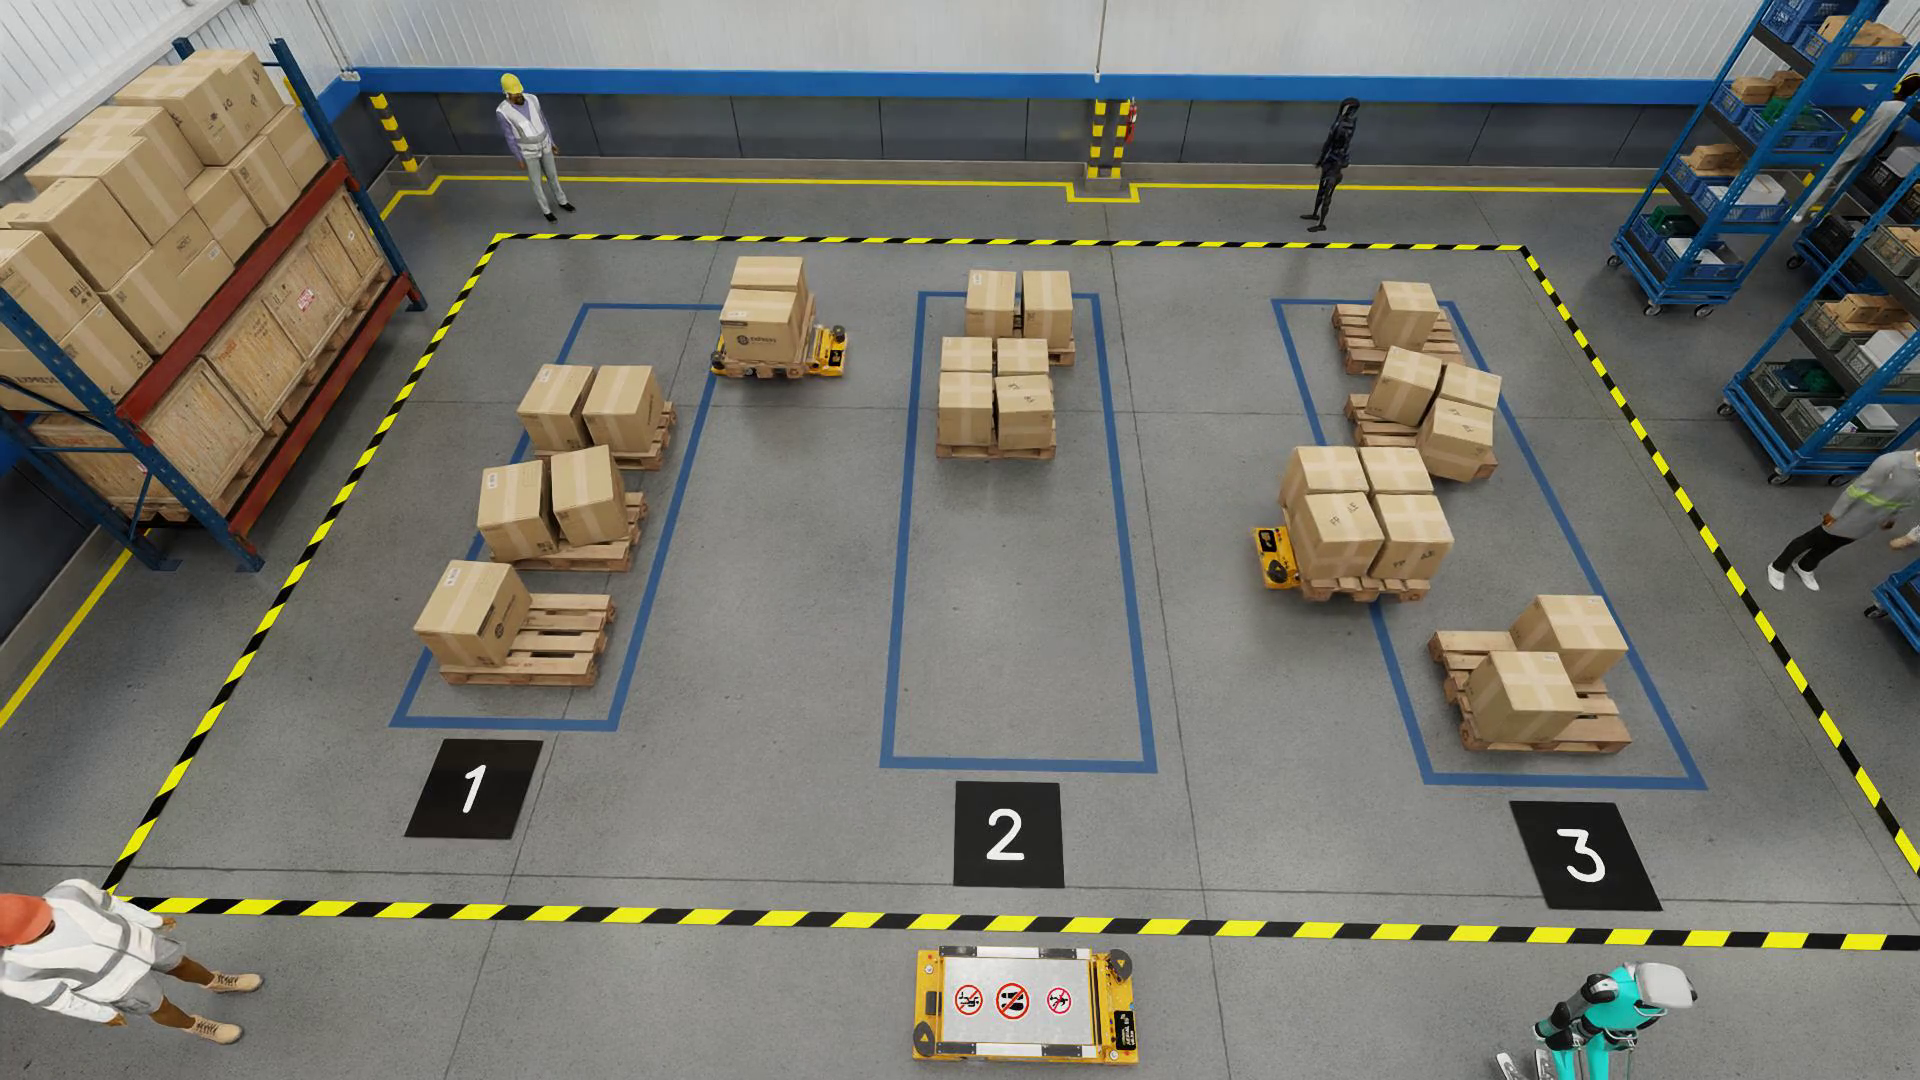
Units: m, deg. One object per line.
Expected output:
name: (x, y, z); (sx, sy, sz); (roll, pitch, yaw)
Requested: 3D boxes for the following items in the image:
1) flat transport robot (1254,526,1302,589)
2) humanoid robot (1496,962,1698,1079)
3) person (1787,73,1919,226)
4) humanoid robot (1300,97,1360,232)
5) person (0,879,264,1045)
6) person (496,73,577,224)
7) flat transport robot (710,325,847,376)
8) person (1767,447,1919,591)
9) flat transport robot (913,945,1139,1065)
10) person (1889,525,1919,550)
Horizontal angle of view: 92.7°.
flat transport robot: (3.473, 0.135, 8.358); (1.431, 0.197, 0.652); (1, 51, 1)
humanoid robot: (3.555, 2.907, 5.082); (0.533, 1.677, 0.735); (0, 51, 0)
person: (11.144, -4.813, 11.384); (0.506, 1.864, 0.313); (12, 52, 10)
humanoid robot: (4.606, -4.638, 11.348); (0.315, 1.657, 0.599); (-1, 51, 0)
person: (-4.837, 2.467, 5.331); (0.387, 2.040, 0.613); (-1, 51, -1)
person: (-5.318, -4.899, 11.469); (0.404, 1.831, 0.599); (29, 57, 22)
flat transport robot: (-2.009, -2.124, 10.199); (1.431, 0.197, 0.652); (1, 51, 1)
person: (7.569, -0.222, 7.646); (0.587, 1.852, 0.379); (2, 51, 1)
flat transport robot: (0.422, 3.041, 6.007); (1.431, 0.231, 0.659); (1, 51, 1)
person: (8.881, -0.410, 7.825); (0.439, 1.820, 0.637); (-22, 54, -17)
